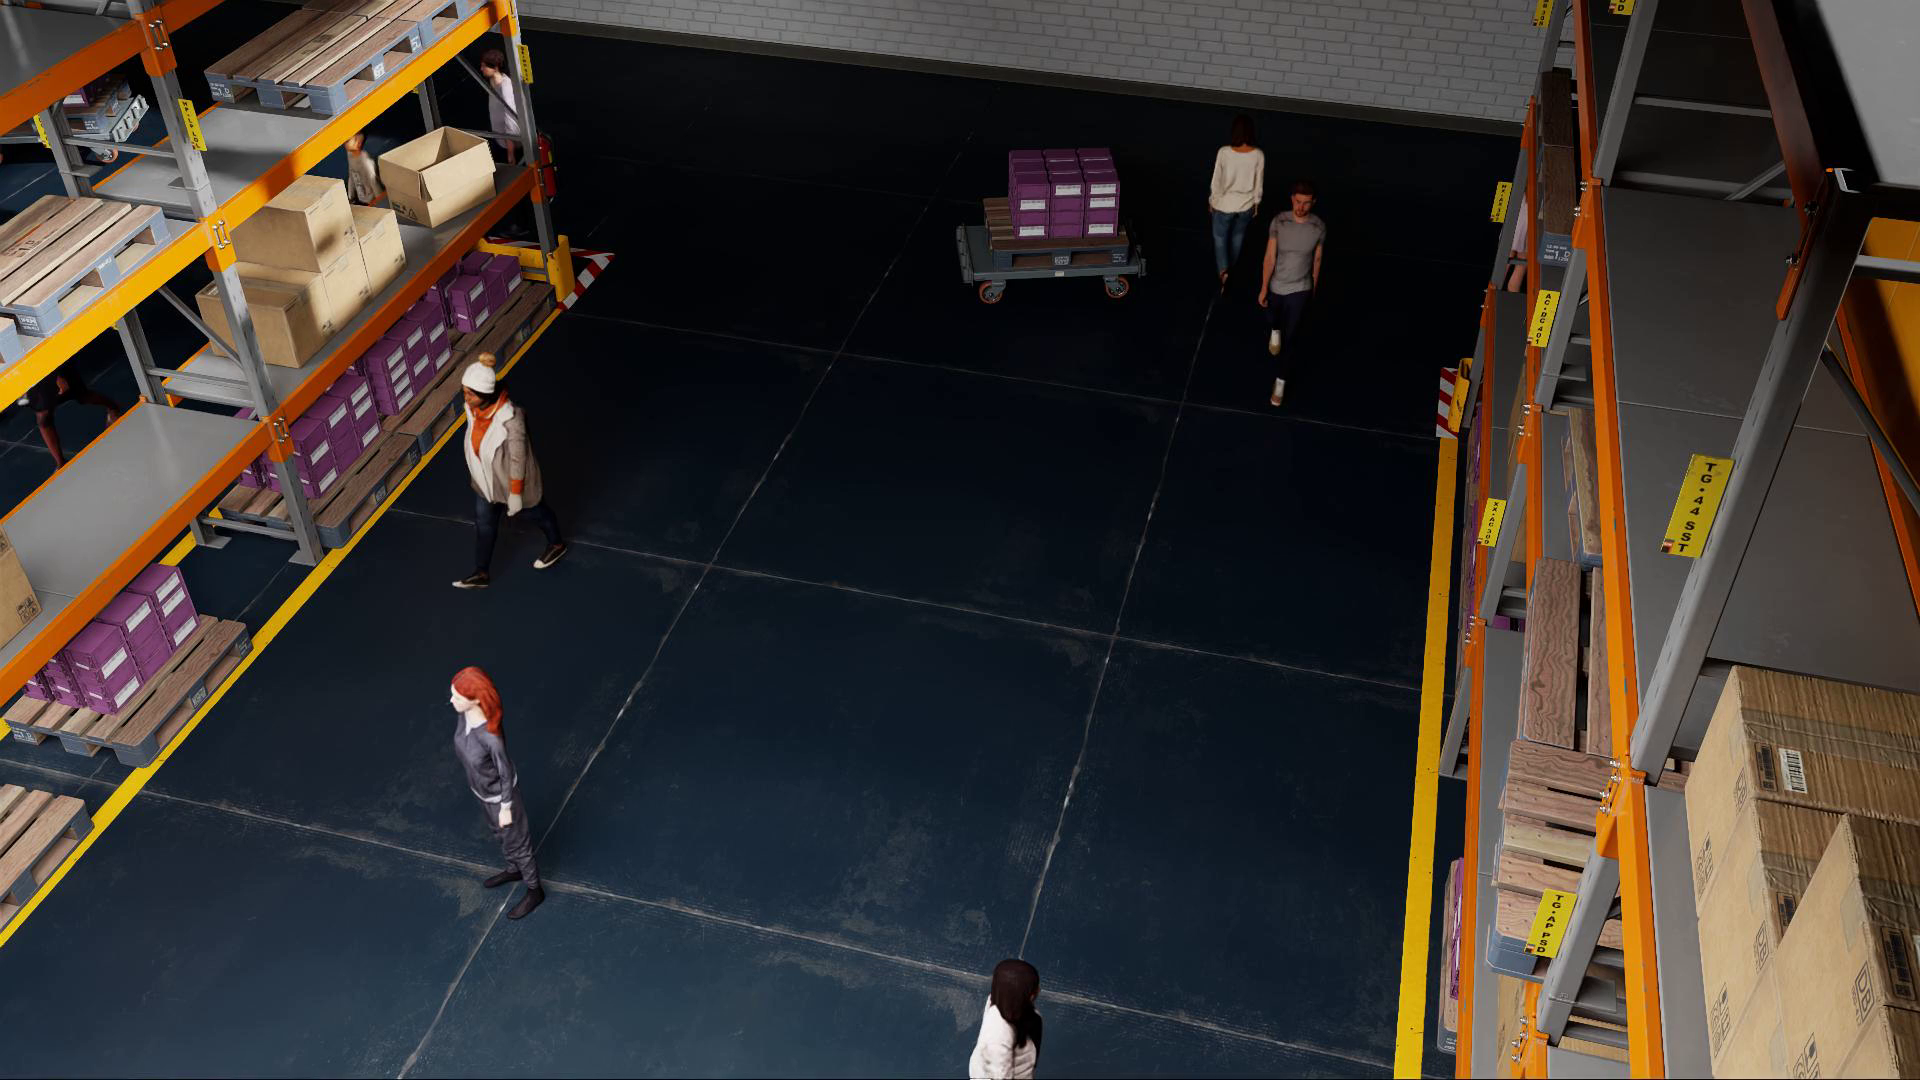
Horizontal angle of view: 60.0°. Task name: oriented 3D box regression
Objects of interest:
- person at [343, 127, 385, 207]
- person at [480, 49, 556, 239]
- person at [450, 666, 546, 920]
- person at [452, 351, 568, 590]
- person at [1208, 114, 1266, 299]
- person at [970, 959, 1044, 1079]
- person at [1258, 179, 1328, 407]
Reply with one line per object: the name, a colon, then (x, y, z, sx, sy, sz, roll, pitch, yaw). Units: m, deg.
person: (-5.271, -3.096, 15.105, 1.060, 1.428, 0.922, -27, 46, -30)
person: (-4.146, -3.730, 15.576, 0.979, 1.832, 0.931, -14, 41, -17)
person: (-2.575, 1.381, 9.218, 0.679, 1.780, 0.651, -27, 46, -30)
person: (-3.063, -0.529, 11.550, 0.901, 1.854, 1.186, 21, 43, 24)
person: (2.419, -2.910, 14.688, 0.721, 1.659, 0.980, 4, 39, 5)
person: (0.188, 2.533, 7.894, 0.689, 1.632, 0.516, 5, 39, 6)
person: (2.660, -2.101, 13.512, 0.646, 1.861, 1.182, 12, 40, 14)
